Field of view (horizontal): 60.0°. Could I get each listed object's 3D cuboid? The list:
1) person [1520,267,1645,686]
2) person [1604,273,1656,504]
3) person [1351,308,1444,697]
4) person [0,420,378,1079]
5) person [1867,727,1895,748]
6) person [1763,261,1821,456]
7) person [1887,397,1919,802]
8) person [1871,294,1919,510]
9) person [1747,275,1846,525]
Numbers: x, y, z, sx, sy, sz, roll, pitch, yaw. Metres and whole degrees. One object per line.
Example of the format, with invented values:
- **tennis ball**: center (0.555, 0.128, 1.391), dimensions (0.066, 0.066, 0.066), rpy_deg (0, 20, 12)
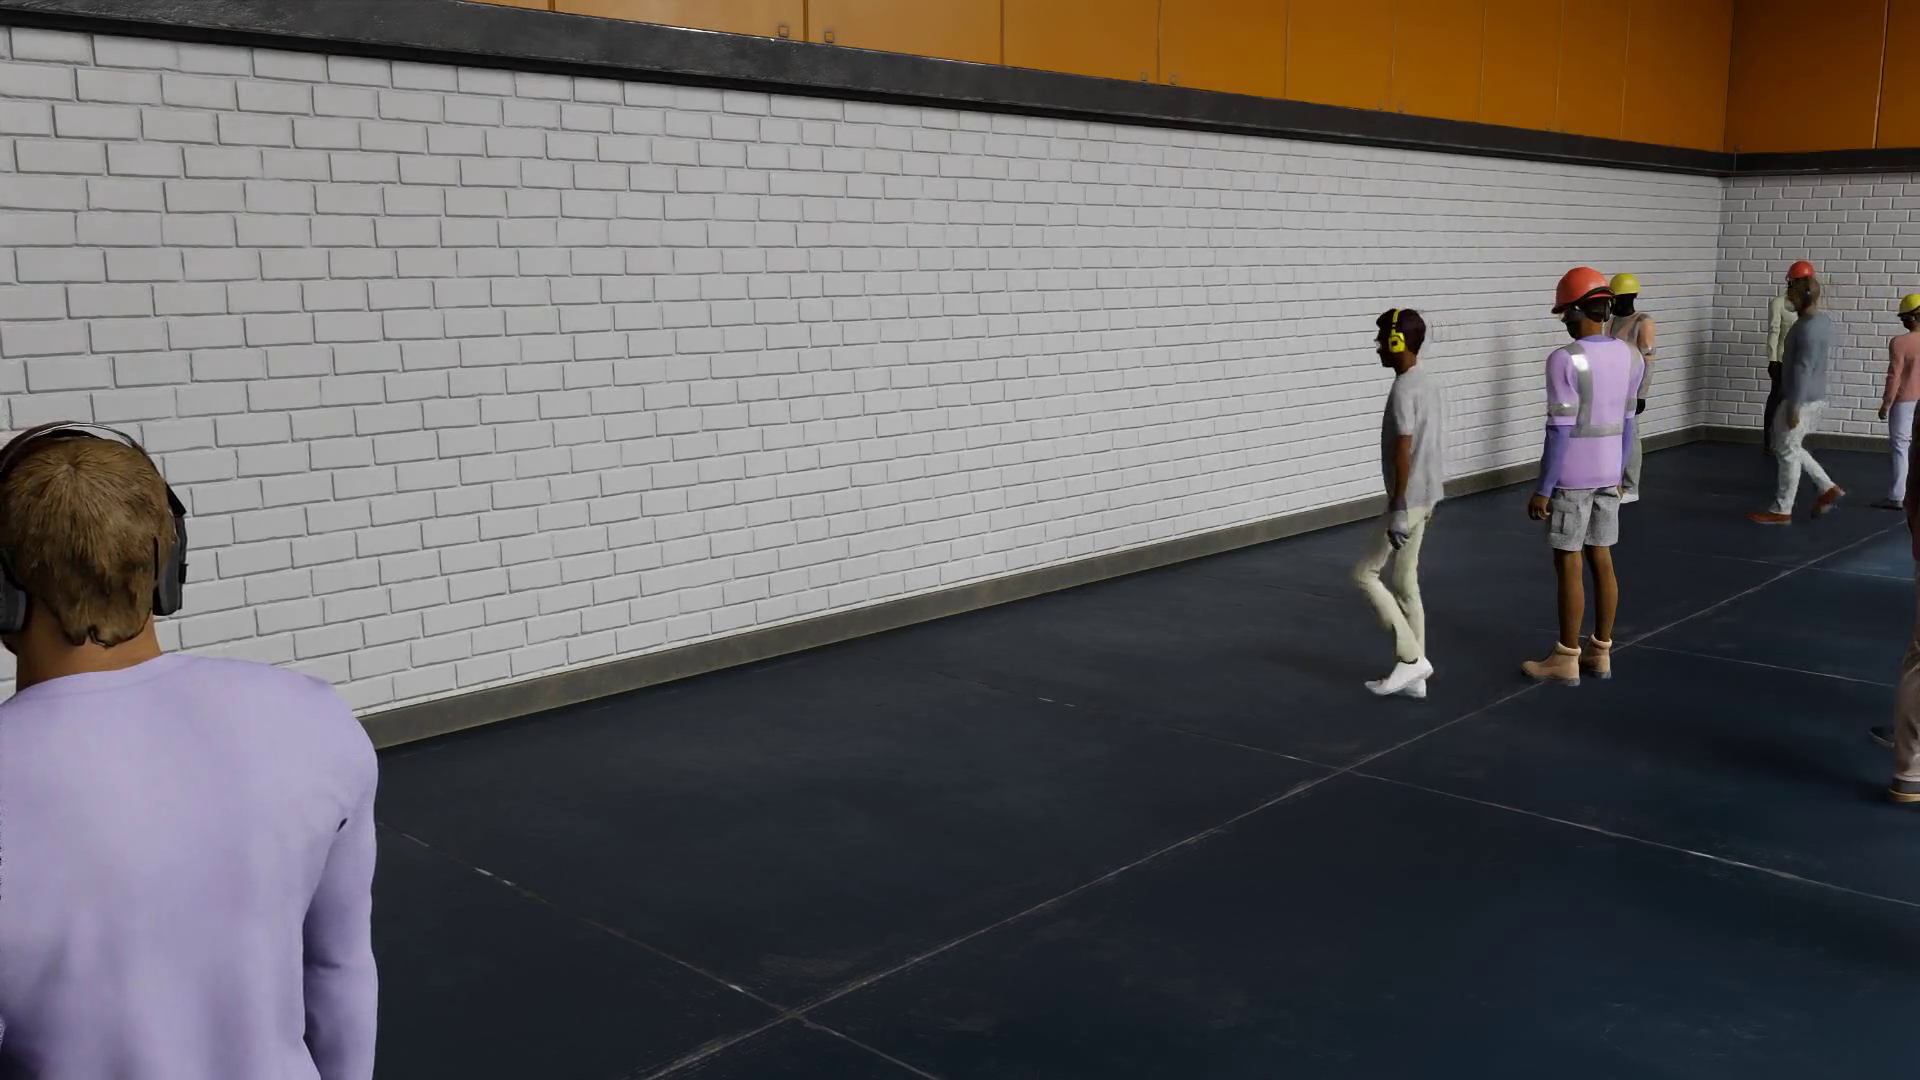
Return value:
- **person**: center (3.018, -0.304, 8.138), dimensions (0.605, 2.033, 0.392), rpy_deg (-6, 12, -30)
- **person**: center (5.518, -1.263, 13.901), dimensions (0.385, 1.922, 0.594), rpy_deg (-3, 10, -15)
- **person**: center (2.094, -0.164, 7.876), dimensions (0.410, 1.842, 0.548), rpy_deg (6, 12, 32)
- **person**: center (-0.963, 0.827, 1.961), dimensions (0.373, 1.940, 0.628), rpy_deg (6, 12, 32)
- **person**: center (4.296, 0.023, 6.901), dimensions (0.737, 1.807, 0.607), rpy_deg (5, 11, 28)
- **person**: center (8.550, -1.855, 17.073), dimensions (0.612, 1.995, 0.382), rpy_deg (-3, 10, -18)
- **person**: center (3.765, 0.058, 6.176), dimensions (0.380, 1.996, 0.608), rpy_deg (-1, 10, -4)
- **person**: center (7.733, -1.119, 13.558), dimensions (0.523, 1.761, 0.323), rpy_deg (-3, 10, -15)
- **person**: center (6.424, -1.051, 12.679), dimensions (0.572, 1.928, 0.649), rpy_deg (5, 11, 27)
